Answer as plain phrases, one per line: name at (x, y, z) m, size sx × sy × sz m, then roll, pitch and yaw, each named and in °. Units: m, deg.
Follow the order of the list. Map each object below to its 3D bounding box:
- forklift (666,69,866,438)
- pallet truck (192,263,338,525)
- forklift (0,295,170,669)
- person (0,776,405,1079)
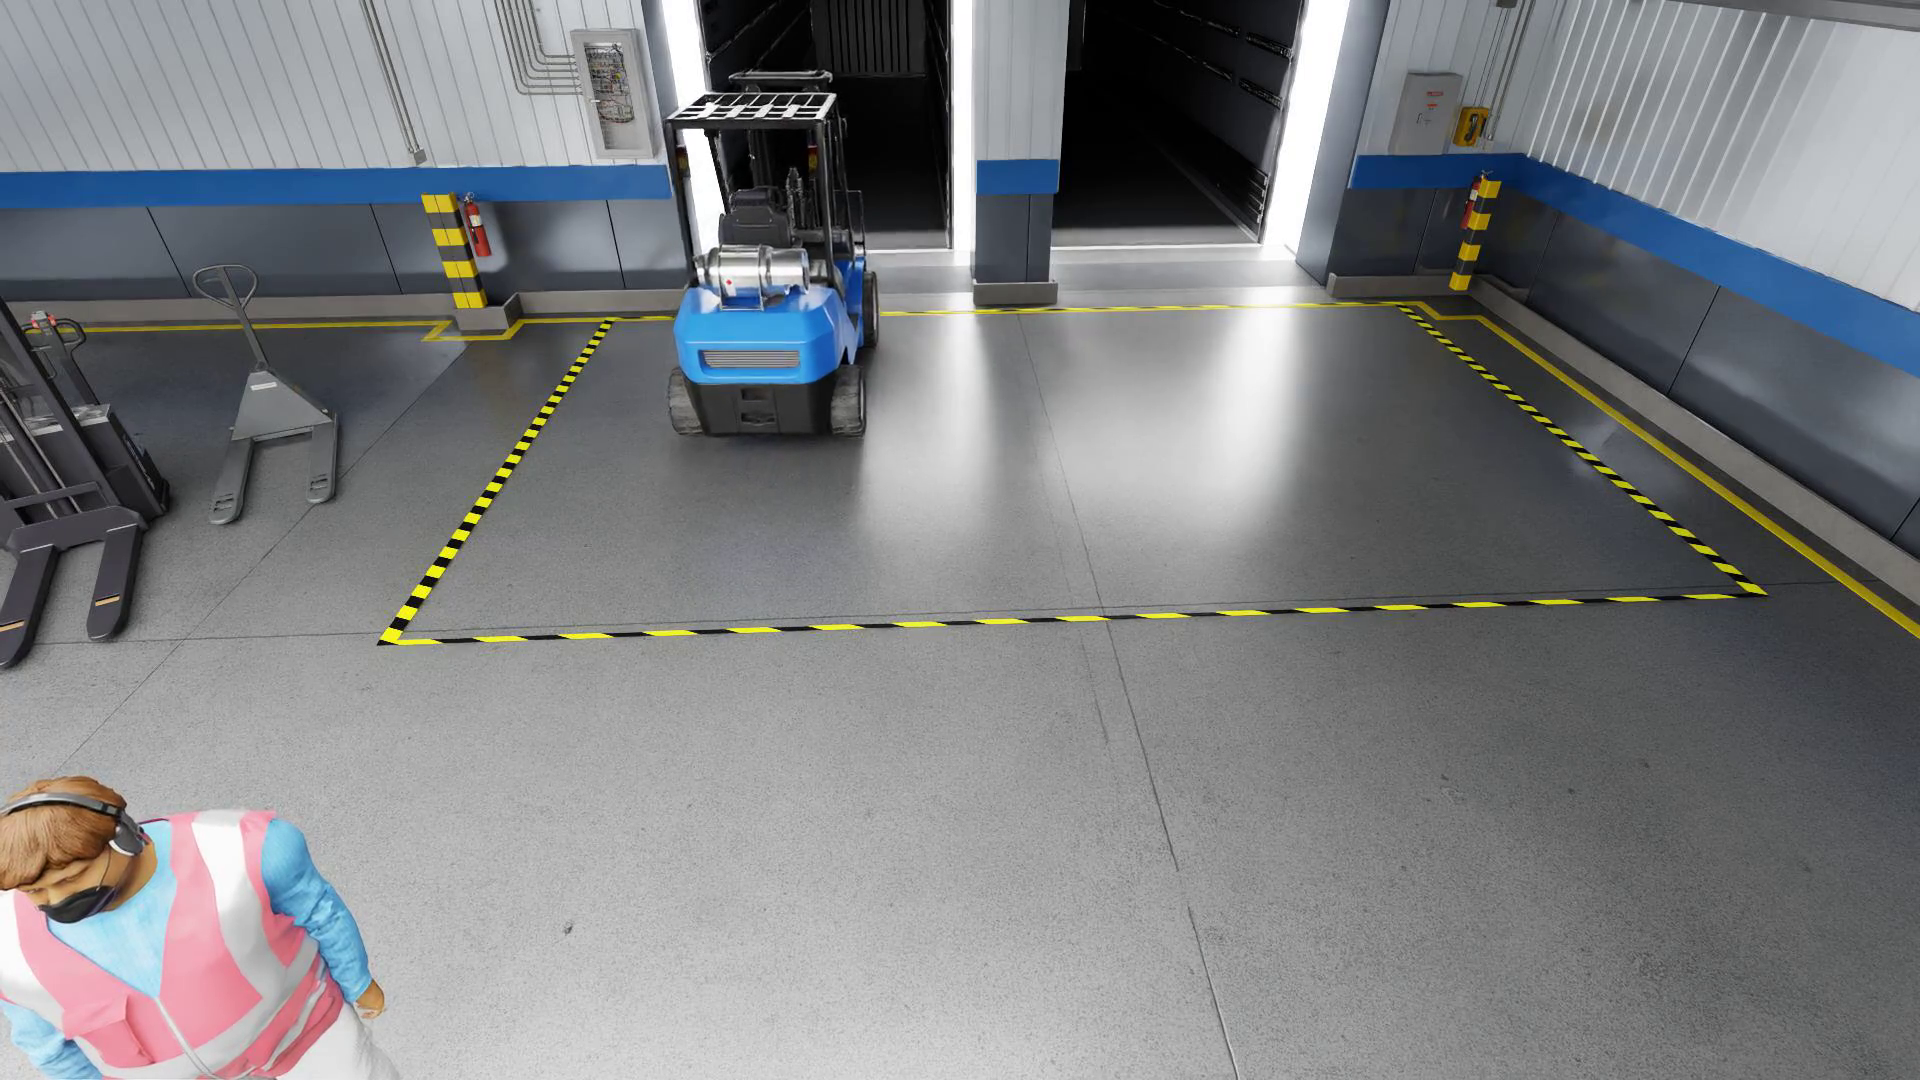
forklift at (-1.391, -2.252, 6.911) m, size 1.157 × 2.036 × 2.680 m, roll 0°, pitch 35°, yaw 0°
pallet truck at (-4.778, -1.027, 6.128) m, size 0.680 × 1.201 × 1.601 m, roll -17°, pitch 38°, yaw -23°
forklift at (-5.212, -0.618, 4.878) m, size 0.823 × 1.965 × 1.885 m, roll -20°, pitch 39°, yaw -26°
person at (-1.824, 1.257, 2.321) m, size 0.632 × 1.838 × 0.429 m, roll -20°, pitch 40°, yaw -27°
